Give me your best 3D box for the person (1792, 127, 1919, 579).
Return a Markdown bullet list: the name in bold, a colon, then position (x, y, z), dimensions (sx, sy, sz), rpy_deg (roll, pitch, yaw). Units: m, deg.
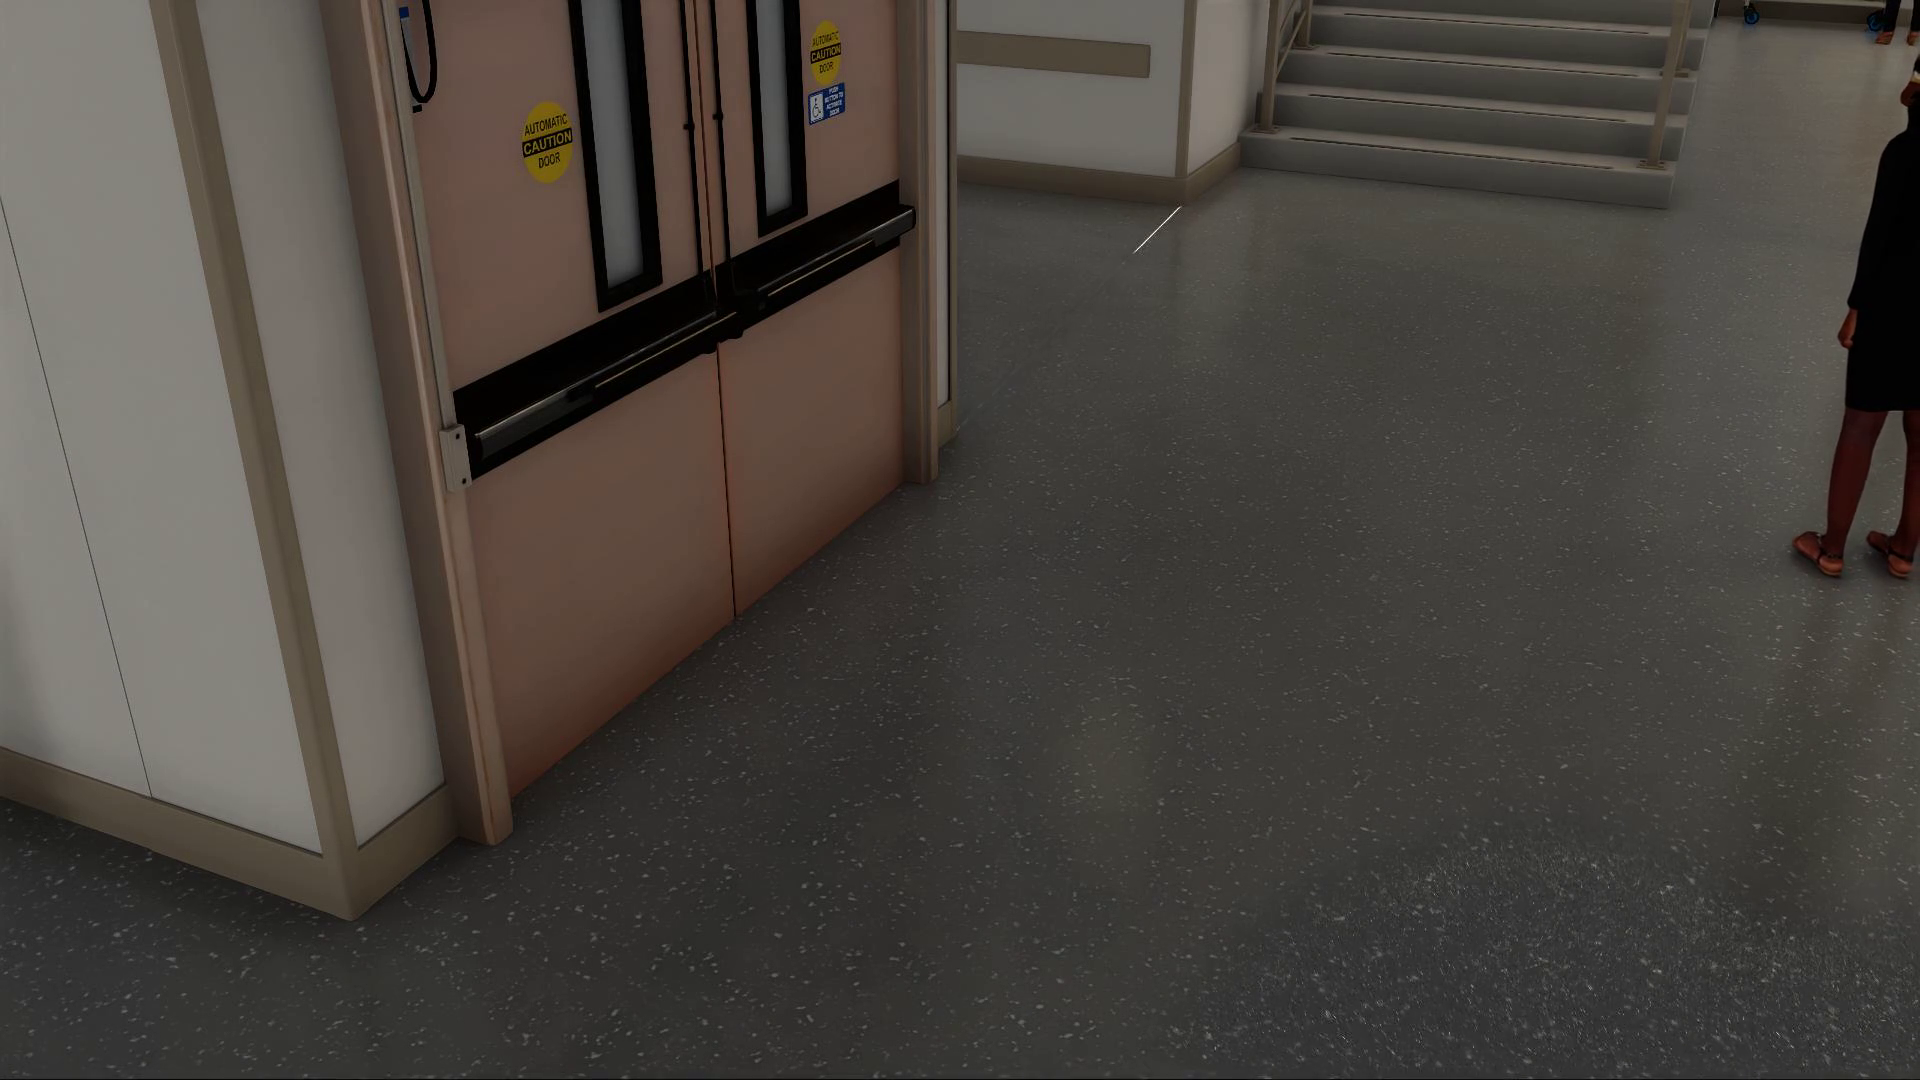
- **person**: position (2.984, -0.704, 5.181), dimensions (0.673, 1.722, 0.669), rpy_deg (-2, 26, -4)
